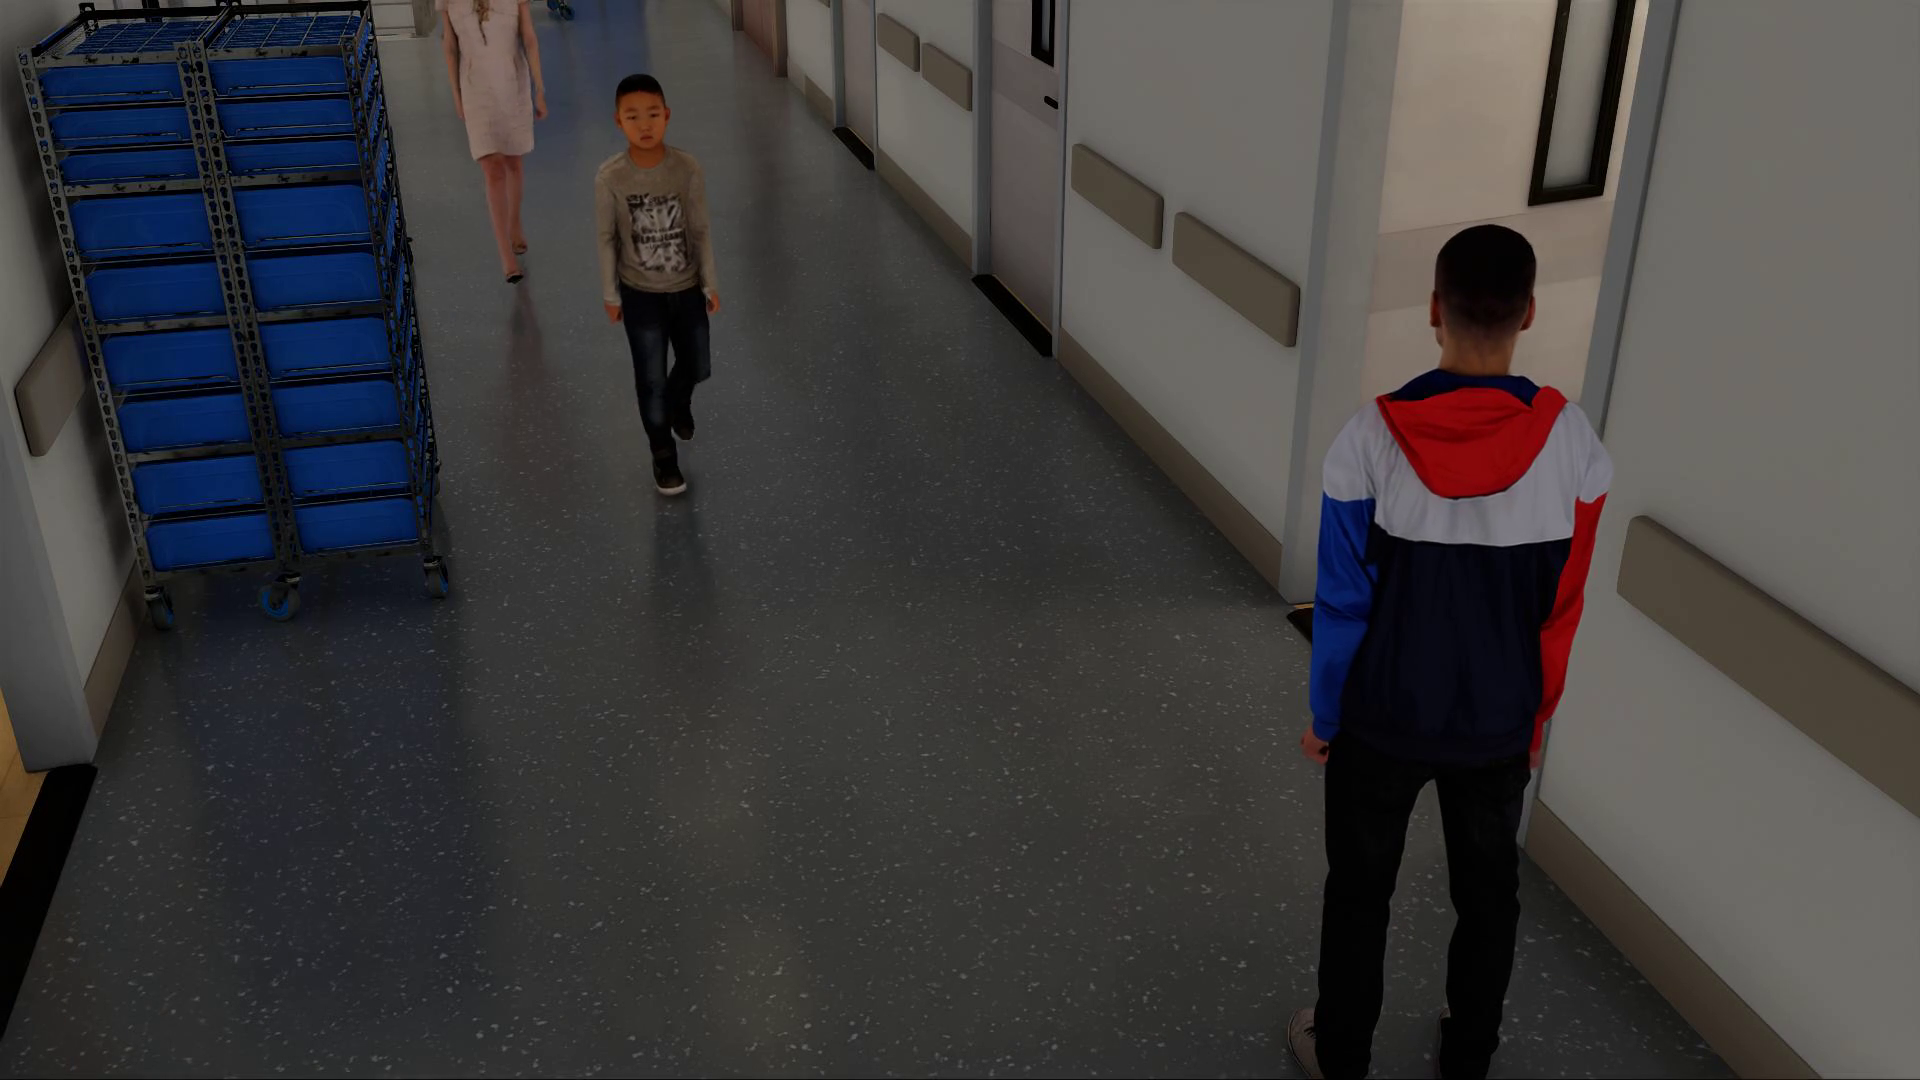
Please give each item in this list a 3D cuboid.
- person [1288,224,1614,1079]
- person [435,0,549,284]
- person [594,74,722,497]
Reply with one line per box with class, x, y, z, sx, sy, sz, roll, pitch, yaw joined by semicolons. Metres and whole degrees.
person;0.866;0.295;3.034;0.697;1.758;0.648;1;26;3
person;-2.272;-2.144;8.185;0.618;1.678;1.157;-7;27;-15
person;-1.069;-0.907;5.882;0.607;1.451;0.784;-10;28;-20
